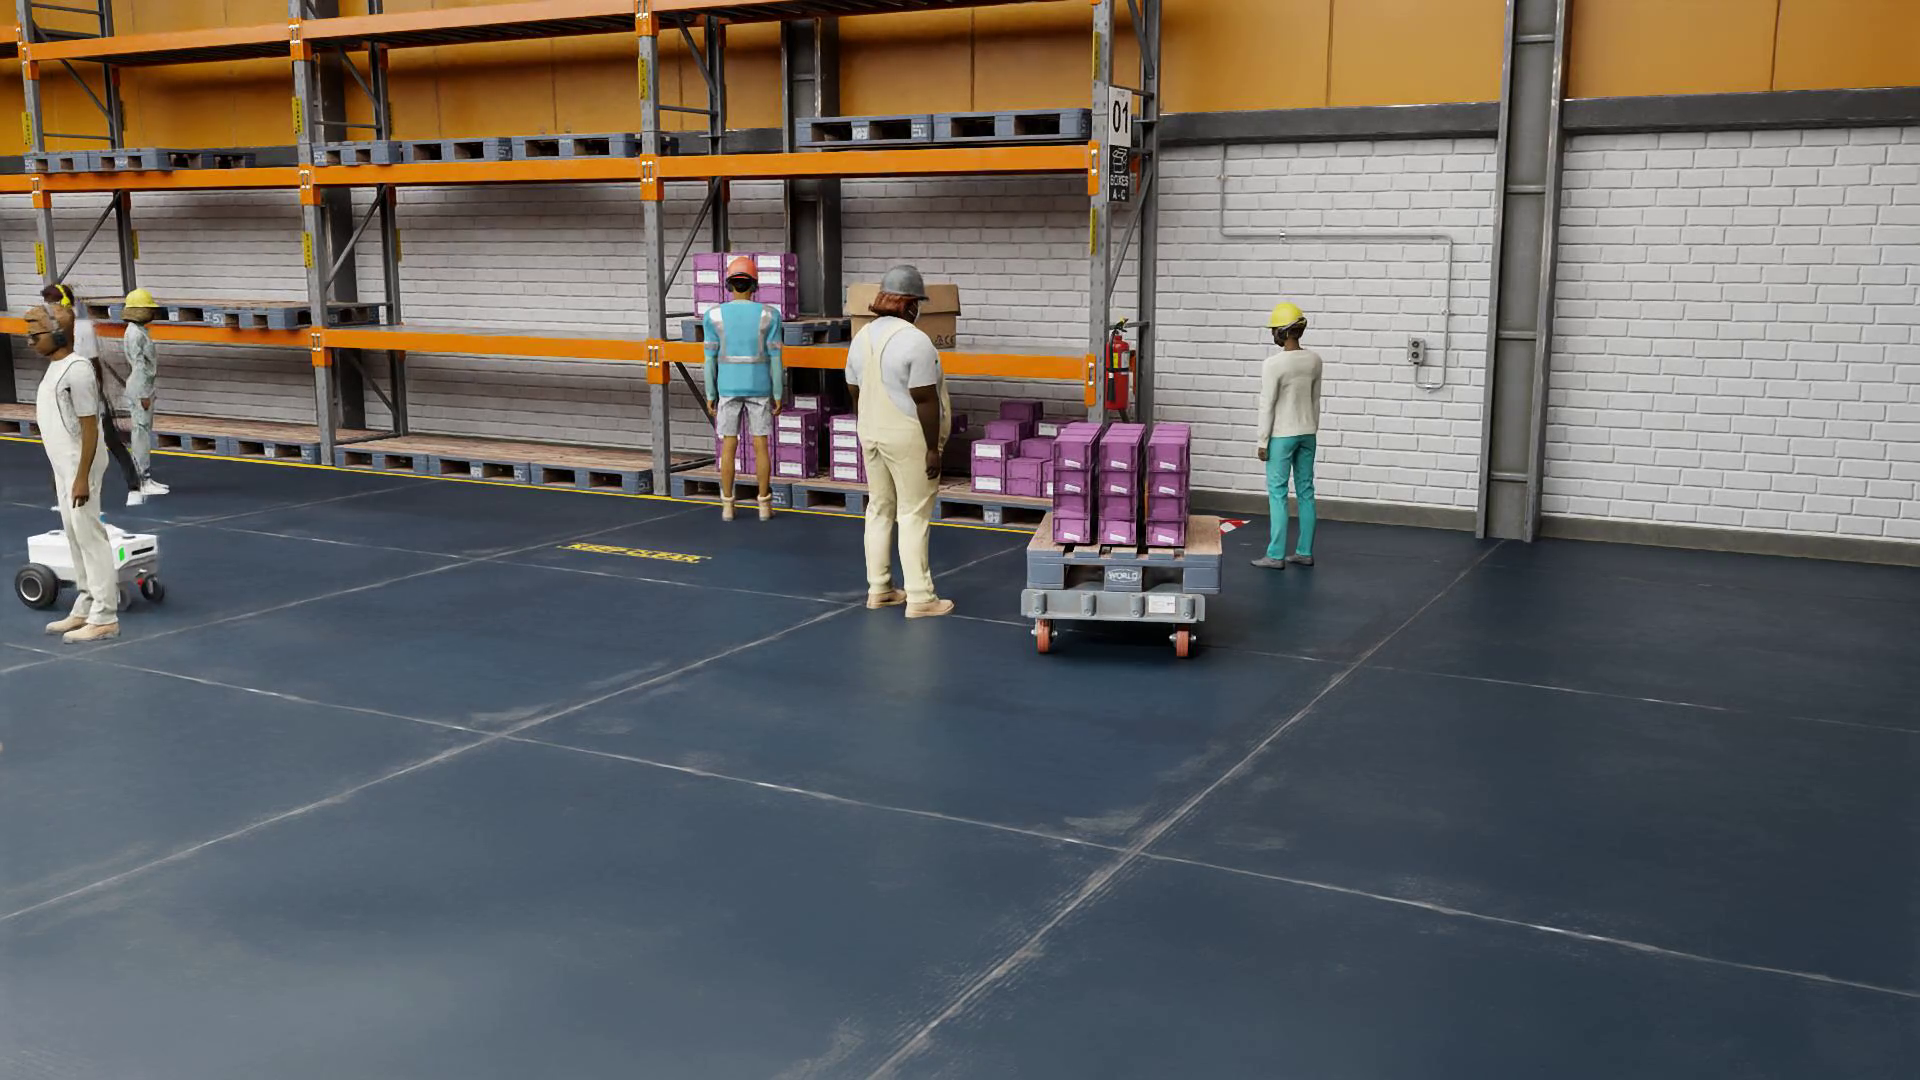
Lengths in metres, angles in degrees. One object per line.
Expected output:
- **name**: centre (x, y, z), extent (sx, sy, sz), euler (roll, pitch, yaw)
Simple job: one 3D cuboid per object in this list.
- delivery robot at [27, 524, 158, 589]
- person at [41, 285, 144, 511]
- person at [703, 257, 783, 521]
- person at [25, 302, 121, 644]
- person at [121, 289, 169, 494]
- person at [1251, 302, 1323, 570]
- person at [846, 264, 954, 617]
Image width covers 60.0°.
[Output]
- **delivery robot**: centre (-5.142, 0.076, 9.872), extent (0.707, 0.478, 0.477), euler (3, 11, 14)
- **person**: centre (-6.995, -1.148, 13.436), extent (0.532, 1.817, 0.699), euler (5, 12, 27)
- **person**: centre (-1.667, -1.158, 12.853), extent (0.609, 2.035, 0.409), euler (-1, 10, -3)
- **person**: centre (-4.804, -0.361, 9.007), extent (0.343, 1.840, 0.507), euler (-9, 14, -41)
- **person**: centre (-6.961, -1.264, 14.218), extent (0.324, 1.742, 0.492), euler (-5, 11, -25)
- **person**: centre (2.157, -0.680, 10.983), extent (0.524, 1.761, 0.340), euler (-7, 12, -32)
- **person**: centre (-0.310, -0.583, 9.668), extent (0.538, 2.000, 0.683), euler (-9, 14, -42)
